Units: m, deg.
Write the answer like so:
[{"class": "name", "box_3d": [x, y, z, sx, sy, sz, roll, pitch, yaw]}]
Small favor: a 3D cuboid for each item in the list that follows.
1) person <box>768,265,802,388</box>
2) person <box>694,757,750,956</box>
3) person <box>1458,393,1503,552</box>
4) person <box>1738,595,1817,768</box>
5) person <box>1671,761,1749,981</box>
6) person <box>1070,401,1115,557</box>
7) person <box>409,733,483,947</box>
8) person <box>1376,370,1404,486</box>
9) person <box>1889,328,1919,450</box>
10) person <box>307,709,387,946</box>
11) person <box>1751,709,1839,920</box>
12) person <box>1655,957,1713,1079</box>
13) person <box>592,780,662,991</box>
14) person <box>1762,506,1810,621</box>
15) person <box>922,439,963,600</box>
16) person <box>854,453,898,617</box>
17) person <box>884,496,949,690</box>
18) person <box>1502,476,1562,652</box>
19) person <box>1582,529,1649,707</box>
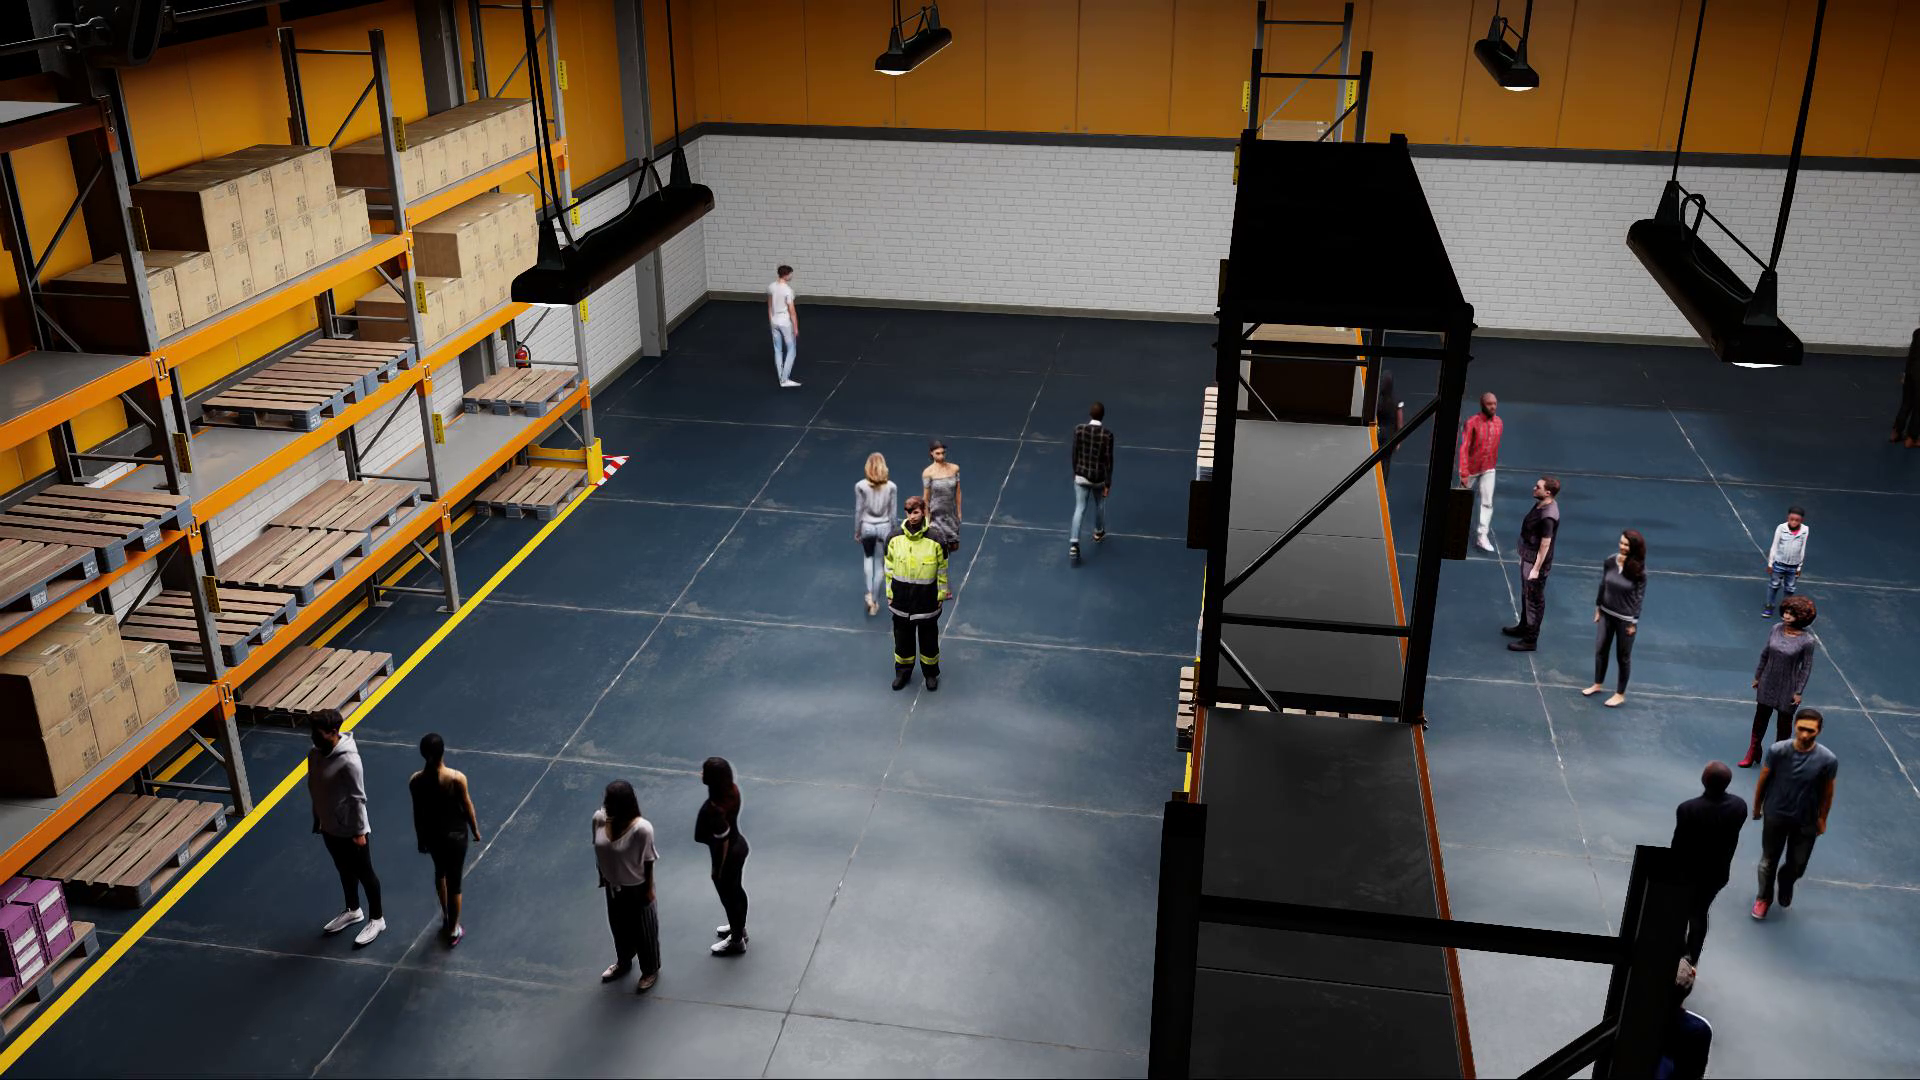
[{"class": "person", "box_3d": [-2.622, -3.172, 24.538, 0.862, 1.835, 0.847, 10, 25, 21]}, {"class": "person", "box_3d": [-1.722, 2.313, 12.234, 0.676, 1.638, 0.533, 2, 24, 5]}, {"class": "person", "box_3d": [5.951, -0.857, 19.297, 0.859, 1.790, 1.267, -2, 24, -4]}, {"class": "person", "box_3d": [7.170, 1.272, 14.525, 0.722, 1.710, 0.654, -15, 28, -30]}, {"class": "person", "box_3d": [5.273, 2.420, 11.779, 0.804, 1.806, 0.836, -3, 24, -7]}, {"class": "person", "box_3d": [1.447, -0.655, 18.842, 0.800, 1.785, 1.256, 7, 25, 17]}, {"class": "person", "box_3d": [-3.815, 2.250, 12.280, 0.643, 1.717, 0.683, -1, 24, -2]}, {"class": "person", "box_3d": [5.113, -1.205, 20.179, 0.623, 1.720, 0.686, 4, 24, 8]}, {"class": "person", "box_3d": [12.748, -2.141, 22.097, 0.910, 1.900, 0.773, -6, 24, -13]}, {"class": "person", "box_3d": [-4.578, 2.092, 12.376, 0.756, 1.930, 0.718, 12, 27, 26]}, {"class": "person", "box_3d": [6.327, 2.047, 12.644, 0.784, 1.797, 0.812, 13, 27, 28]}, {"class": "person", "box_3d": [4.073, 3.294, 9.779, 0.752, 1.809, 1.036, 8, 25, 18]}, {"class": "person", "box_3d": [-2.371, 2.437, 11.901, 0.754, 1.678, 0.729, 12, 26, 26]}, {"class": "person", "box_3d": [8.709, 0.218, 17.503, 0.525, 1.257, 0.548, 10, 25, 21]}, {"class": "person", "box_3d": [-0.227, -0.254, 17.898, 0.846, 1.806, 0.935, -11, 26, -24]}, {"class": "person", "box_3d": [-0.876, -0.031, 17.419, 0.648, 1.781, 0.666, 0, 24, 0]}, {"class": "person", "box_3d": [-0.418, 0.489, 15.976, 0.782, 1.983, 0.656, 2, 24, 4]}, {"class": "person", "box_3d": [5.814, 0.211, 16.783, 0.756, 1.846, 0.499, 4, 24, 9]}, {"class": "person", "box_3d": [6.239, 0.711, 15.737, 0.712, 1.768, 0.672, -19, 30, -36]}]
